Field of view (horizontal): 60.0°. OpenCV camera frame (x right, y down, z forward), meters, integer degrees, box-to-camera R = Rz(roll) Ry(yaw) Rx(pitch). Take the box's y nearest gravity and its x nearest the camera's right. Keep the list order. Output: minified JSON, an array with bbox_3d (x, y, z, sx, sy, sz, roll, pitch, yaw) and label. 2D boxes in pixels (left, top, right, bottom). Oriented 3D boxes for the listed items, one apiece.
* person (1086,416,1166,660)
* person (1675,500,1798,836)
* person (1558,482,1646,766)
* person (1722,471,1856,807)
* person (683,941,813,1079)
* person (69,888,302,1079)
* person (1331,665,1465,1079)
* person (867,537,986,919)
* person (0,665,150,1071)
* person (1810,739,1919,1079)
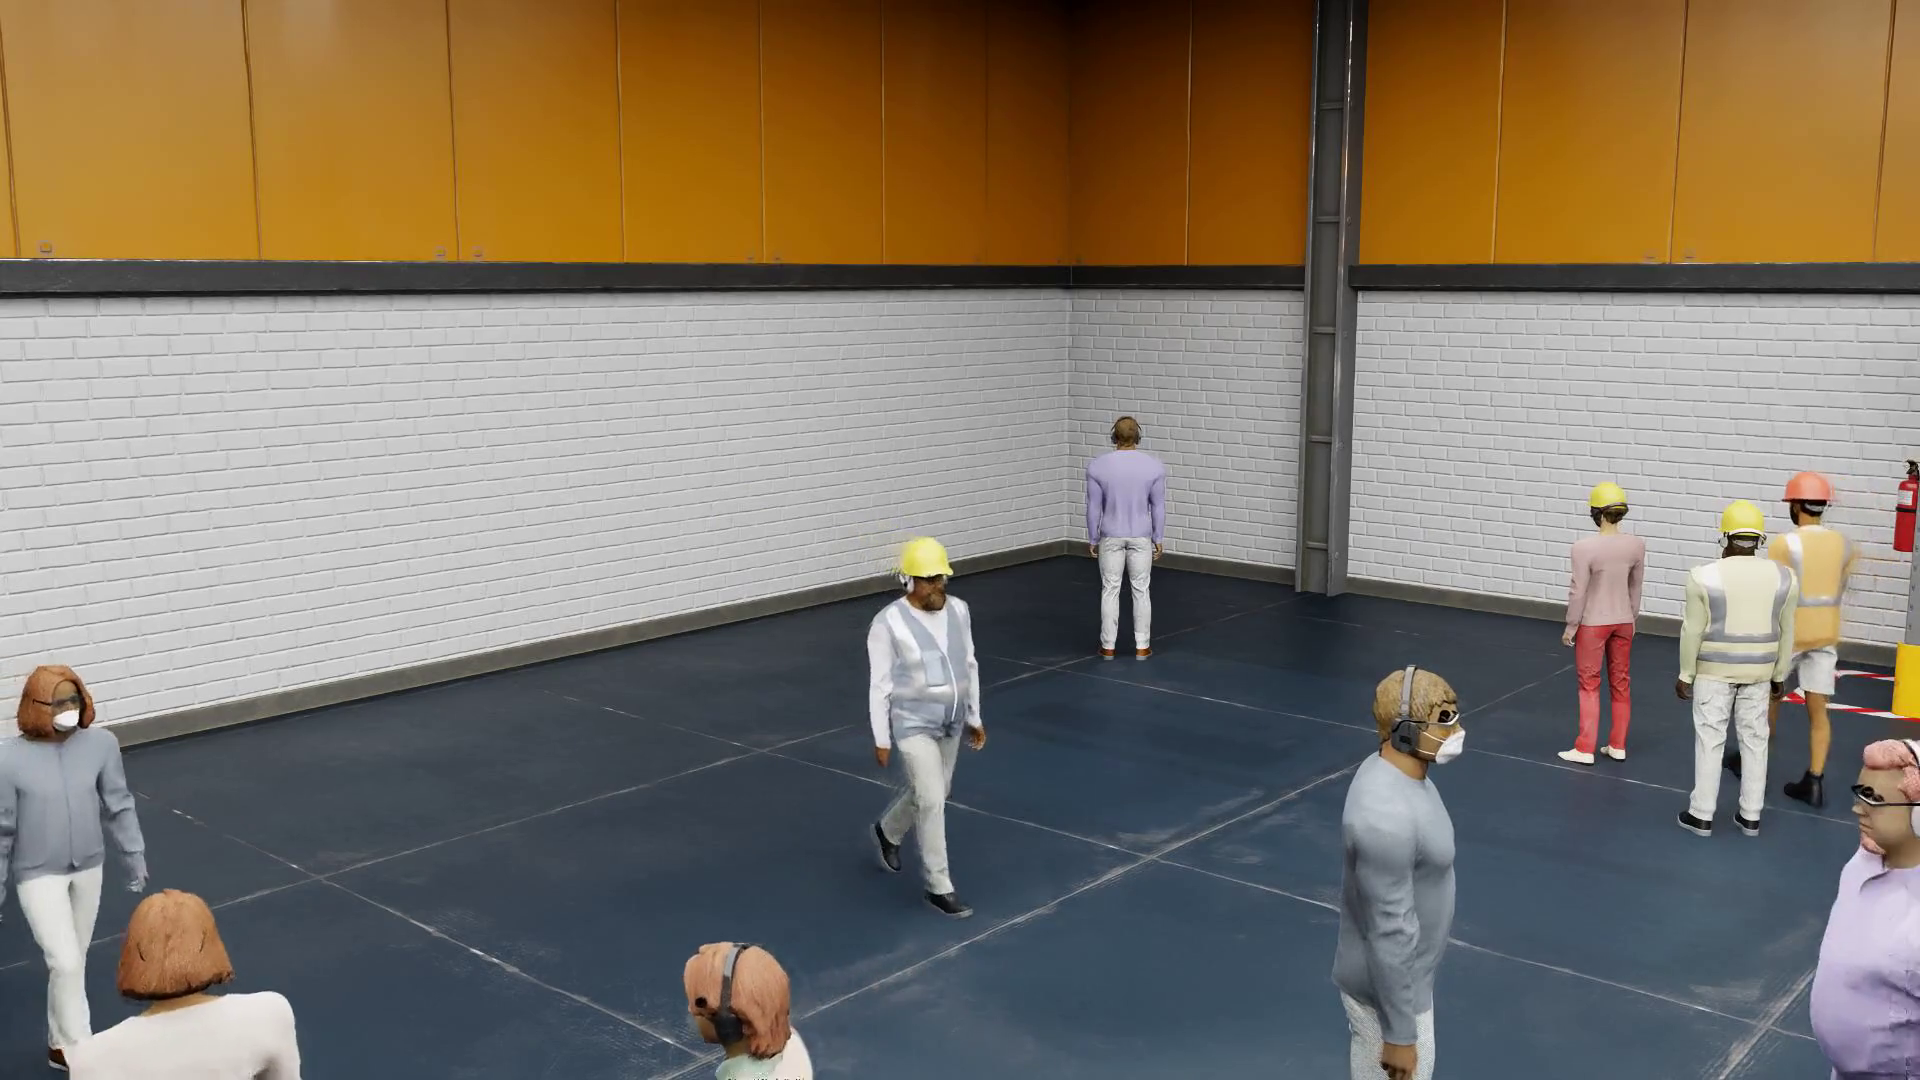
[{"bbox_3d":[1.302,-0.010,13.101,0.630,1.940,0.372,1,9,3],"label":"person"},{"bbox_3d":[4.172,0.697,8.990,0.594,1.832,0.404,0,9,2],"label":"person"},{"bbox_3d":[3.976,0.521,10.309,0.525,1.769,0.309,-3,9,-17],"label":"person"},{"bbox_3d":[4.883,0.541,9.762,0.563,1.892,0.902,-1,9,-6],"label":"person"},{"bbox_3d":[-0.388,1.655,3.697,0.813,1.604,0.507,2,9,12],"label":"person"},{"bbox_3d":[-1.835,1.609,4.015,0.499,1.586,0.867,-5,10,-28],"label":"person"},{"bbox_3d":[1.267,1.310,4.813,0.372,1.940,0.631,2,9,15],"label":"person"},{"bbox_3d":[-0.207,0.856,8.079,0.587,1.807,0.827,-8,12,-43],"label":"person"},{"bbox_3d":[-3.244,1.258,6.135,0.695,1.604,0.530,5,10,30],"label":"person"},{"bbox_3d":[2.508,1.421,4.301,0.760,1.876,0.660,1,9,9],"label":"person"}]
